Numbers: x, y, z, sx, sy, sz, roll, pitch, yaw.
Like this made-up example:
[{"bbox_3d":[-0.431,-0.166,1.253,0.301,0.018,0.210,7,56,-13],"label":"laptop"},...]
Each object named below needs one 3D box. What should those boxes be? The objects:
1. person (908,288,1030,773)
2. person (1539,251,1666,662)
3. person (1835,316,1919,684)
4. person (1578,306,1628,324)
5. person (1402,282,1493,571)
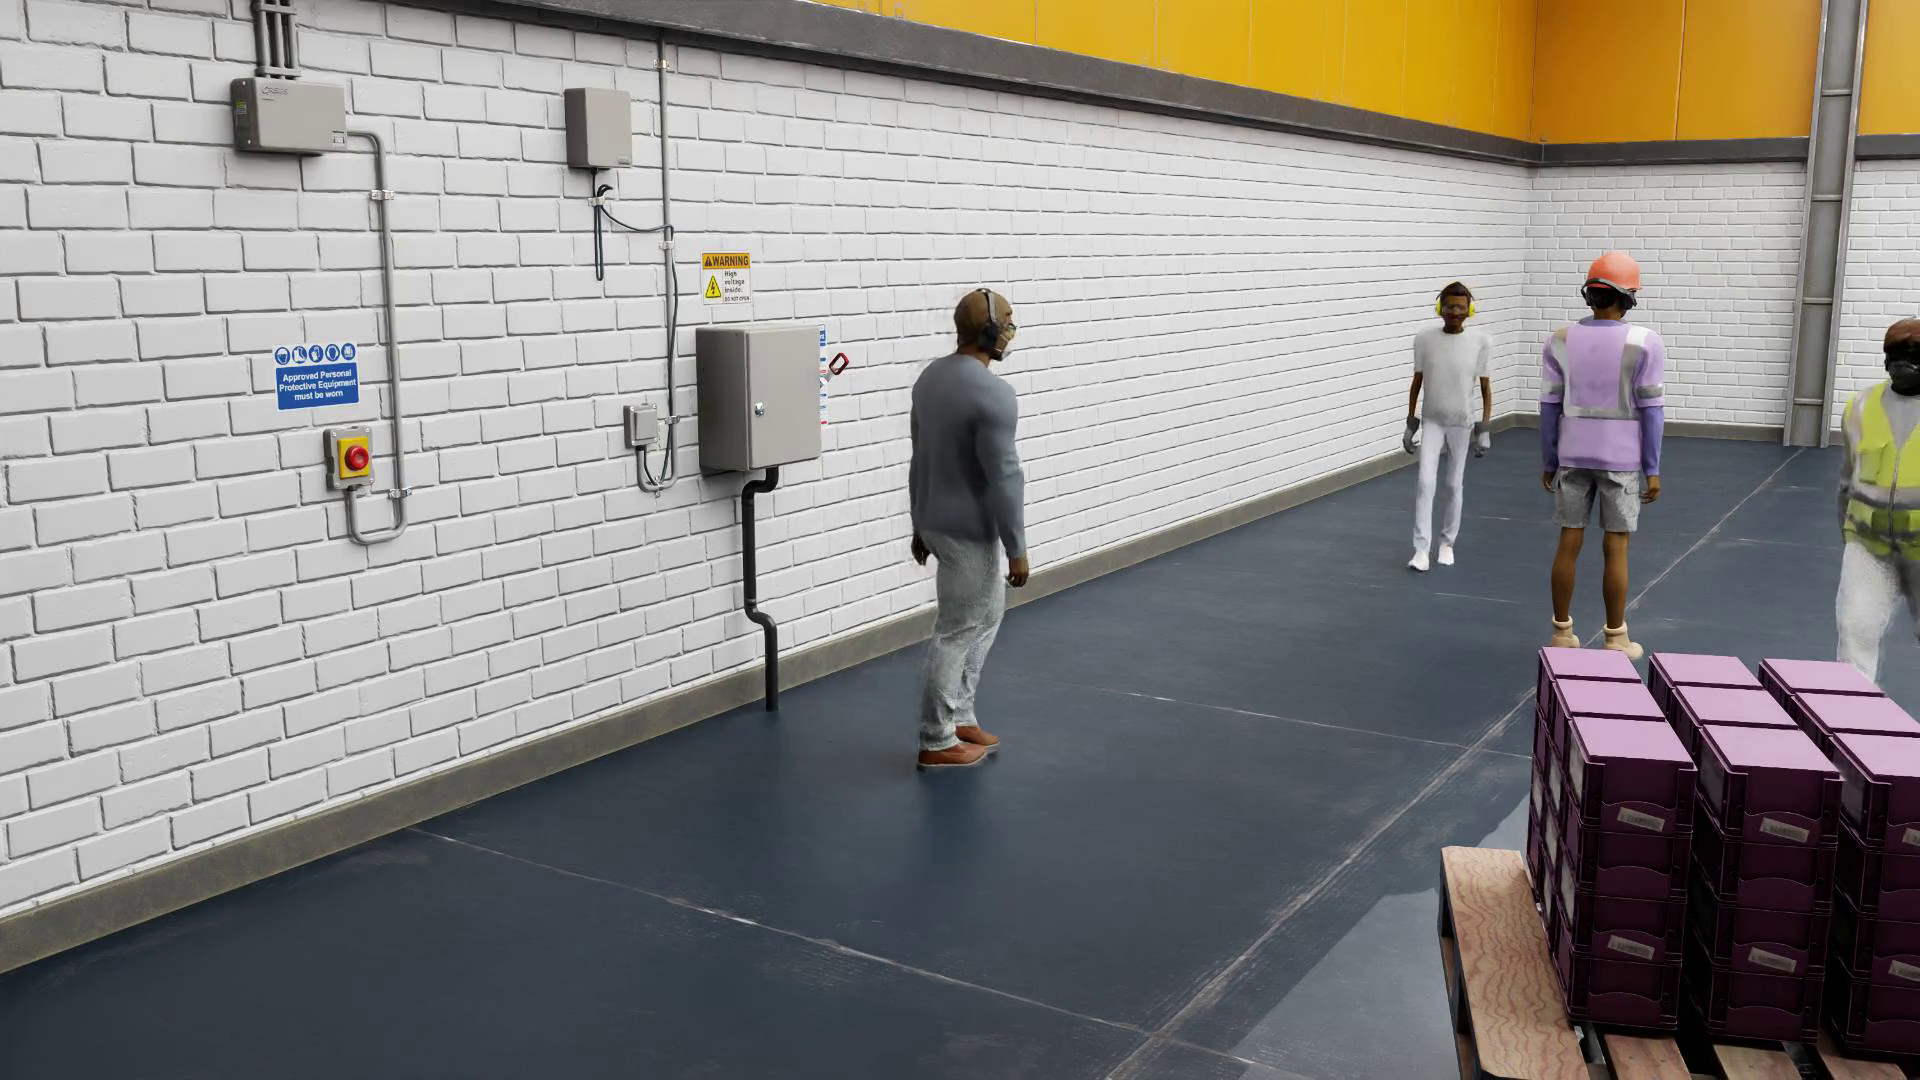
[{"bbox_3d":[0.070,-0.022,6.522,0.585,1.912,0.639,-5,11,-25],"label":"person"},{"bbox_3d":[3.190,-0.402,8.283,0.605,2.045,0.380,9,13,40],"label":"person"},{"bbox_3d":[3.851,0.001,6.717,0.890,1.810,0.622,-9,14,-42],"label":"person"},{"bbox_3d":[6.295,-1.648,16.331,0.500,1.633,0.282,8,13,36],"label":"person"},{"bbox_3d":[3.074,-0.701,10.535,0.555,1.831,0.889,4,11,20],"label":"person"}]
